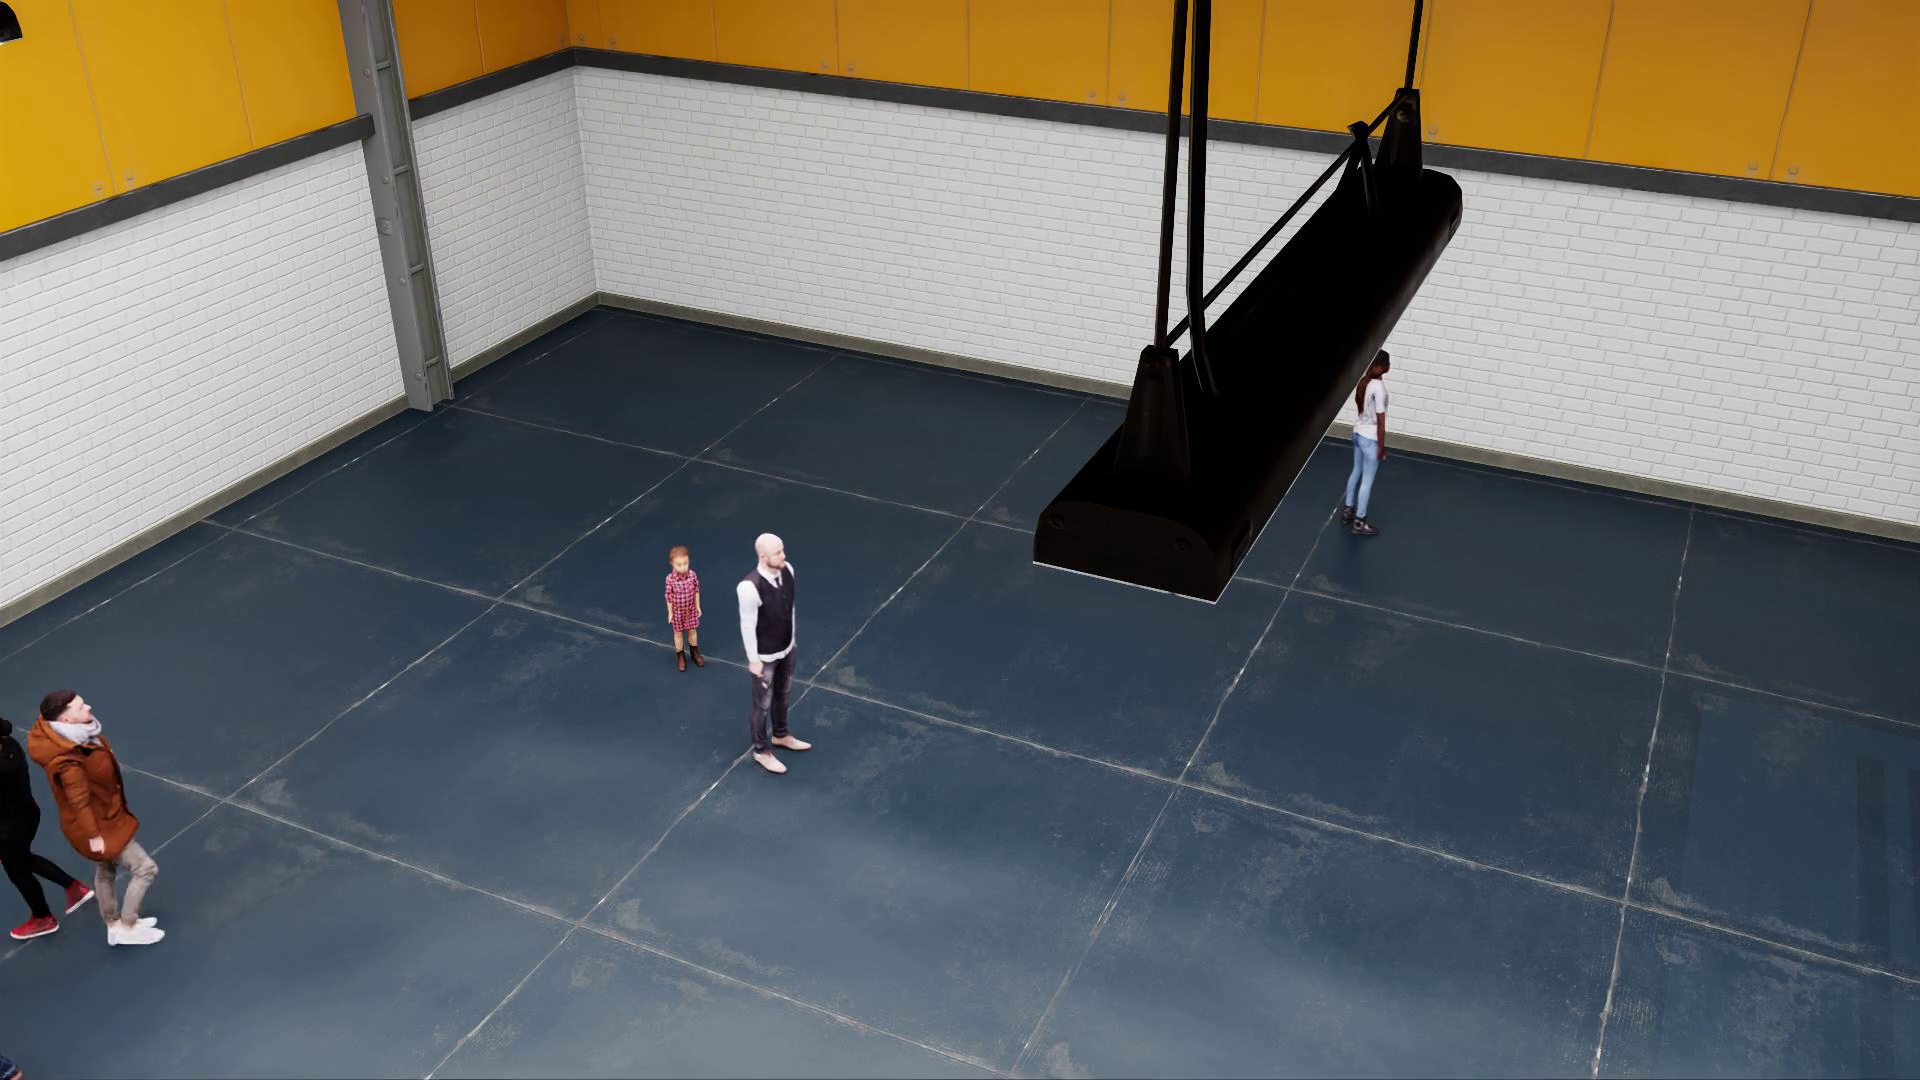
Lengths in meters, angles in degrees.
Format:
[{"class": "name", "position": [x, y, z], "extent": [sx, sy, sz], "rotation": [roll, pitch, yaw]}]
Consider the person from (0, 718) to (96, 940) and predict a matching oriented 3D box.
[{"class": "person", "position": [-5.618, 1.714, 10.026], "extent": [0.879, 1.658, 0.827], "rotation": [-5, 29, -8]}]

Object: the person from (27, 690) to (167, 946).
[{"class": "person", "position": [-5.207, 1.703, 9.866], "extent": [0.859, 1.830, 0.842], "rotation": [-19, 34, -31]}]

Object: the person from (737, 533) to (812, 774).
[{"class": "person", "position": [-1.322, 0.762, 11.598], "extent": [0.769, 1.824, 0.558], "rotation": [17, 33, 28]}]

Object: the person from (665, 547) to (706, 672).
[{"class": "person", "position": [-2.138, 0.511, 12.894], "extent": [0.498, 1.023, 0.562], "rotation": [-12, 31, -21]}]

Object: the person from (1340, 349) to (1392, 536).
[{"class": "person", "position": [3.614, -0.887, 14.731], "extent": [0.732, 1.719, 0.644], "rotation": [-6, 29, -10]}]
